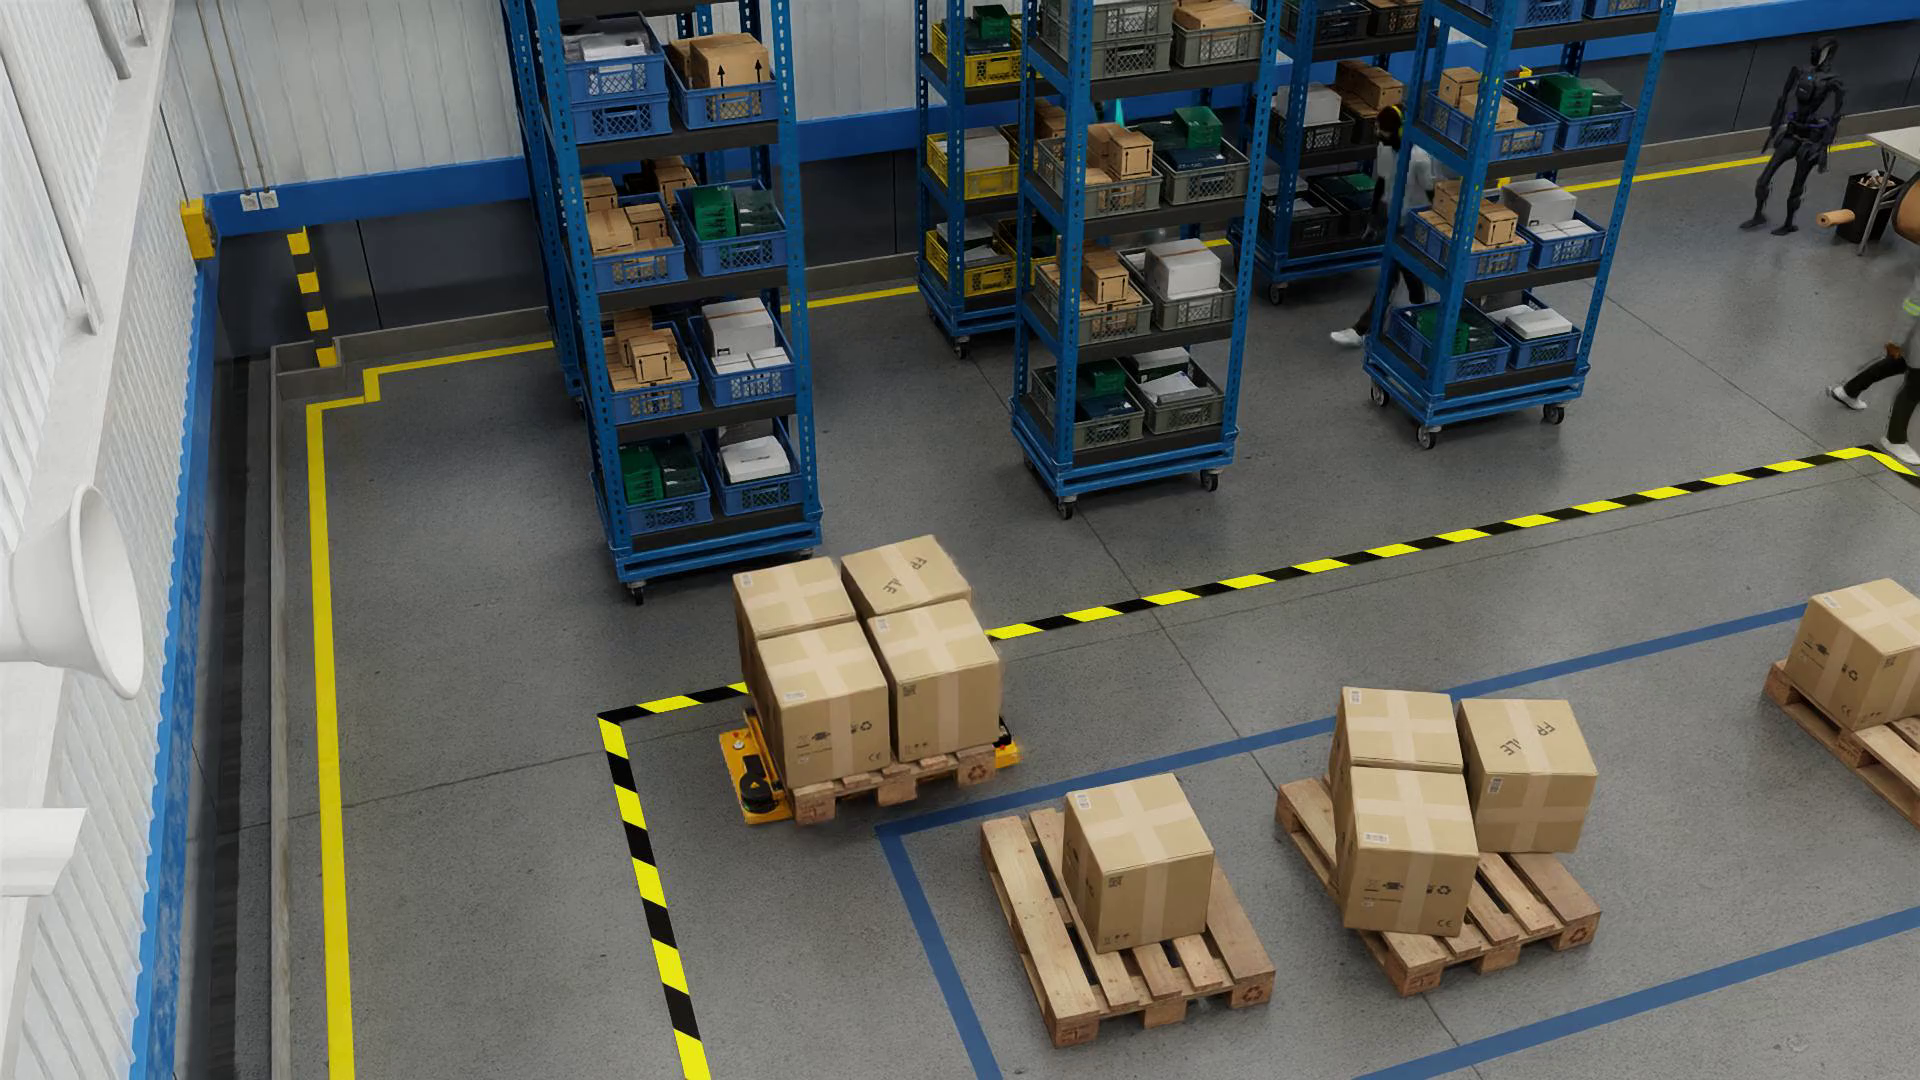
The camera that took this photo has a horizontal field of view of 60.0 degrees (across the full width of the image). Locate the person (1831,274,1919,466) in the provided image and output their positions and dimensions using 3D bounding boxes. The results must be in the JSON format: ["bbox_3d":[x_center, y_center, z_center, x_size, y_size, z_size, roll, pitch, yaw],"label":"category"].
[{"bbox_3d":[6.164,-1.426,10.742,0.607,1.815,0.760,-24,42,-30],"label":"person"}]

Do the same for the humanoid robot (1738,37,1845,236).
[{"bbox_3d":[6.769,-3.223,13.411,0.523,1.644,0.596,-19,39,-24],"label":"humanoid robot"}]

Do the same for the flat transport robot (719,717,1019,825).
[{"bbox_3d":[-0.477,1.028,8.574,1.431,0.197,0.652,-11,37,-15],"label":"flat transport robot"}]

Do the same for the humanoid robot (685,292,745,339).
[{"bbox_3d":[-1.537,-1.414,10.846,0.610,1.640,0.584,27,44,33],"label":"humanoid robot"}]

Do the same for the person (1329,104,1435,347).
[{"bbox_3d":[3.151,-2.251,11.925,1.002,1.784,0.548,-15,38,-20],"label":"person"}]

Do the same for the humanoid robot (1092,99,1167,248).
[{"bbox_3d":[1.385,-2.738,12.684,0.858,1.786,0.547,4,35,6],"label":"humanoid robot"}]
